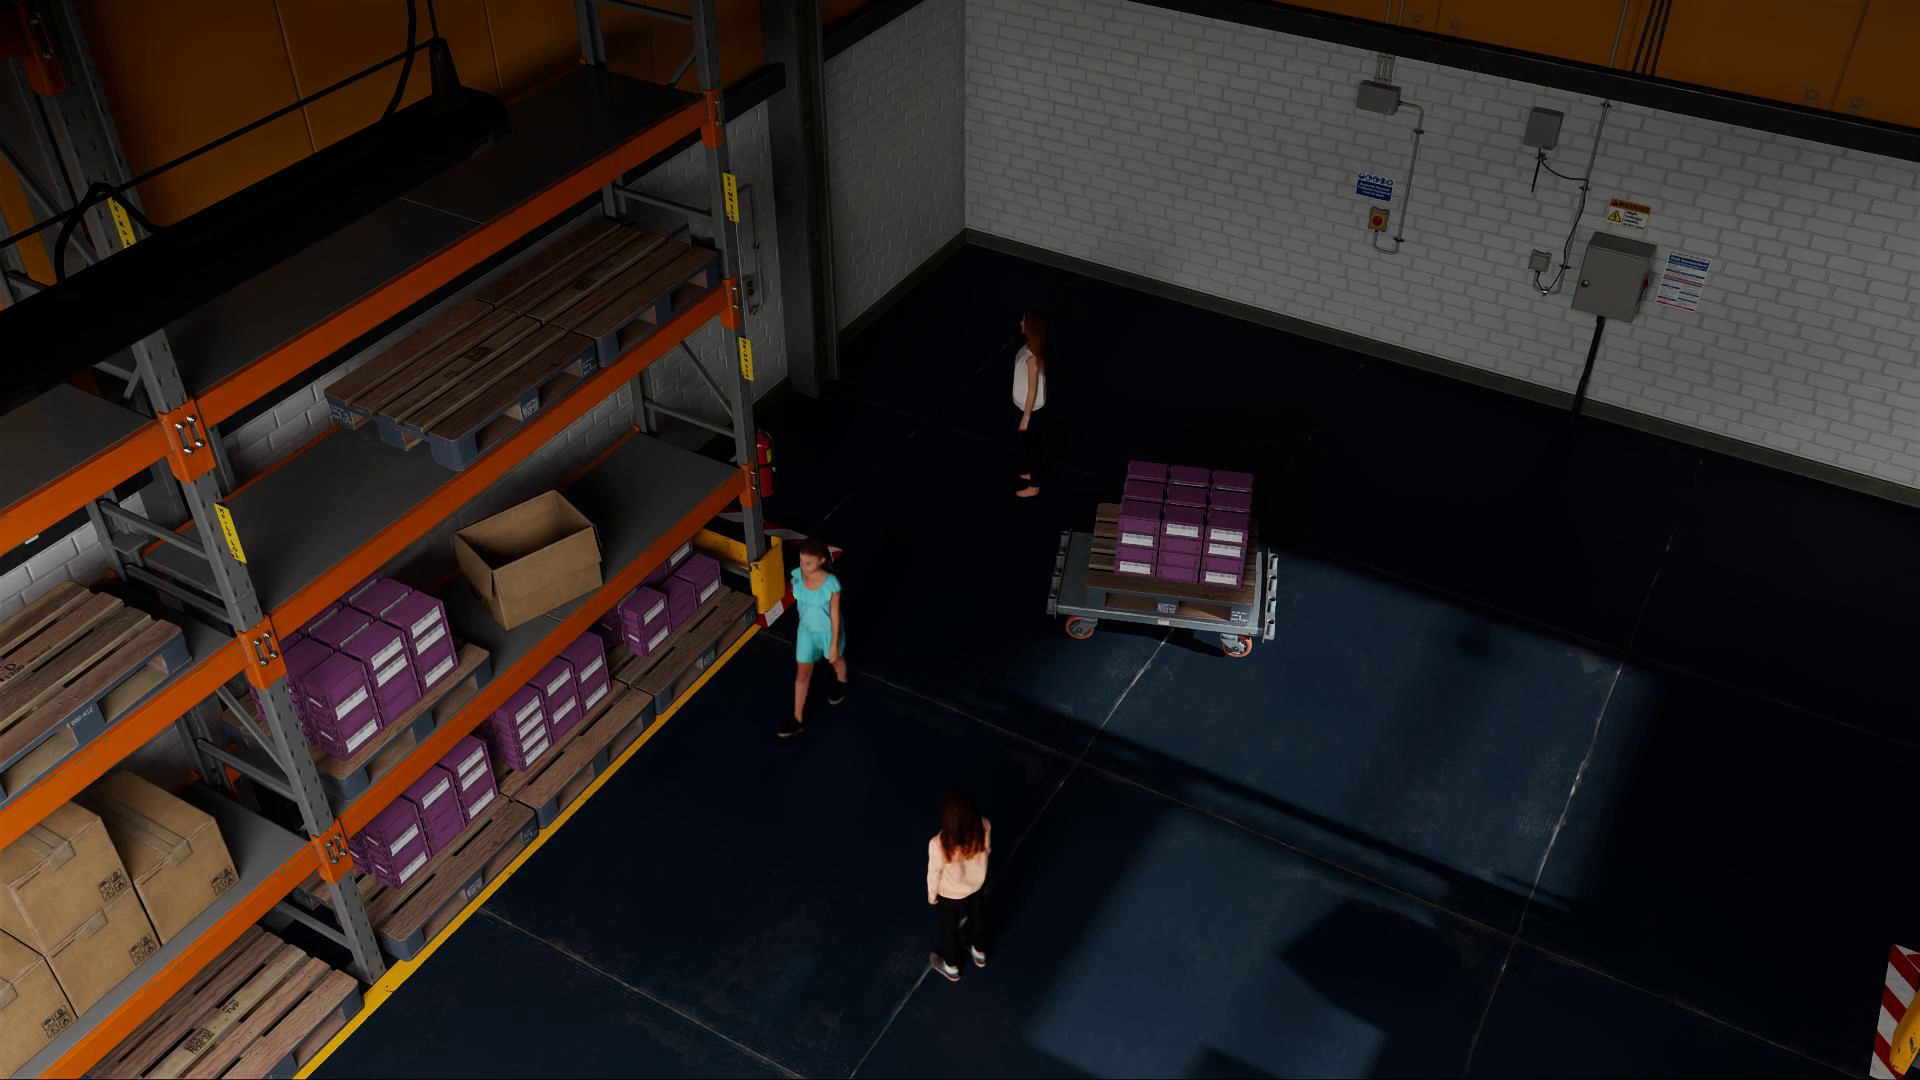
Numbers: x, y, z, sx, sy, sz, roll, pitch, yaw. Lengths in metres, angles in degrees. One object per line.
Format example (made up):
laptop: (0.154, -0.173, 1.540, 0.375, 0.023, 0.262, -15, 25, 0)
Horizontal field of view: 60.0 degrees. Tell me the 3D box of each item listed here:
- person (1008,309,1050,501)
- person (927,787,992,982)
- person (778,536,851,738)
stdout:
person: (0.584, -1.085, 13.239, 0.701, 1.723, 0.558, 5, 39, 7)
person: (0.001, 1.981, 9.593, 0.571, 1.482, 0.691, -22, 44, -25)
person: (-0.901, 0.576, 11.323, 0.601, 1.517, 1.014, 17, 42, 20)
